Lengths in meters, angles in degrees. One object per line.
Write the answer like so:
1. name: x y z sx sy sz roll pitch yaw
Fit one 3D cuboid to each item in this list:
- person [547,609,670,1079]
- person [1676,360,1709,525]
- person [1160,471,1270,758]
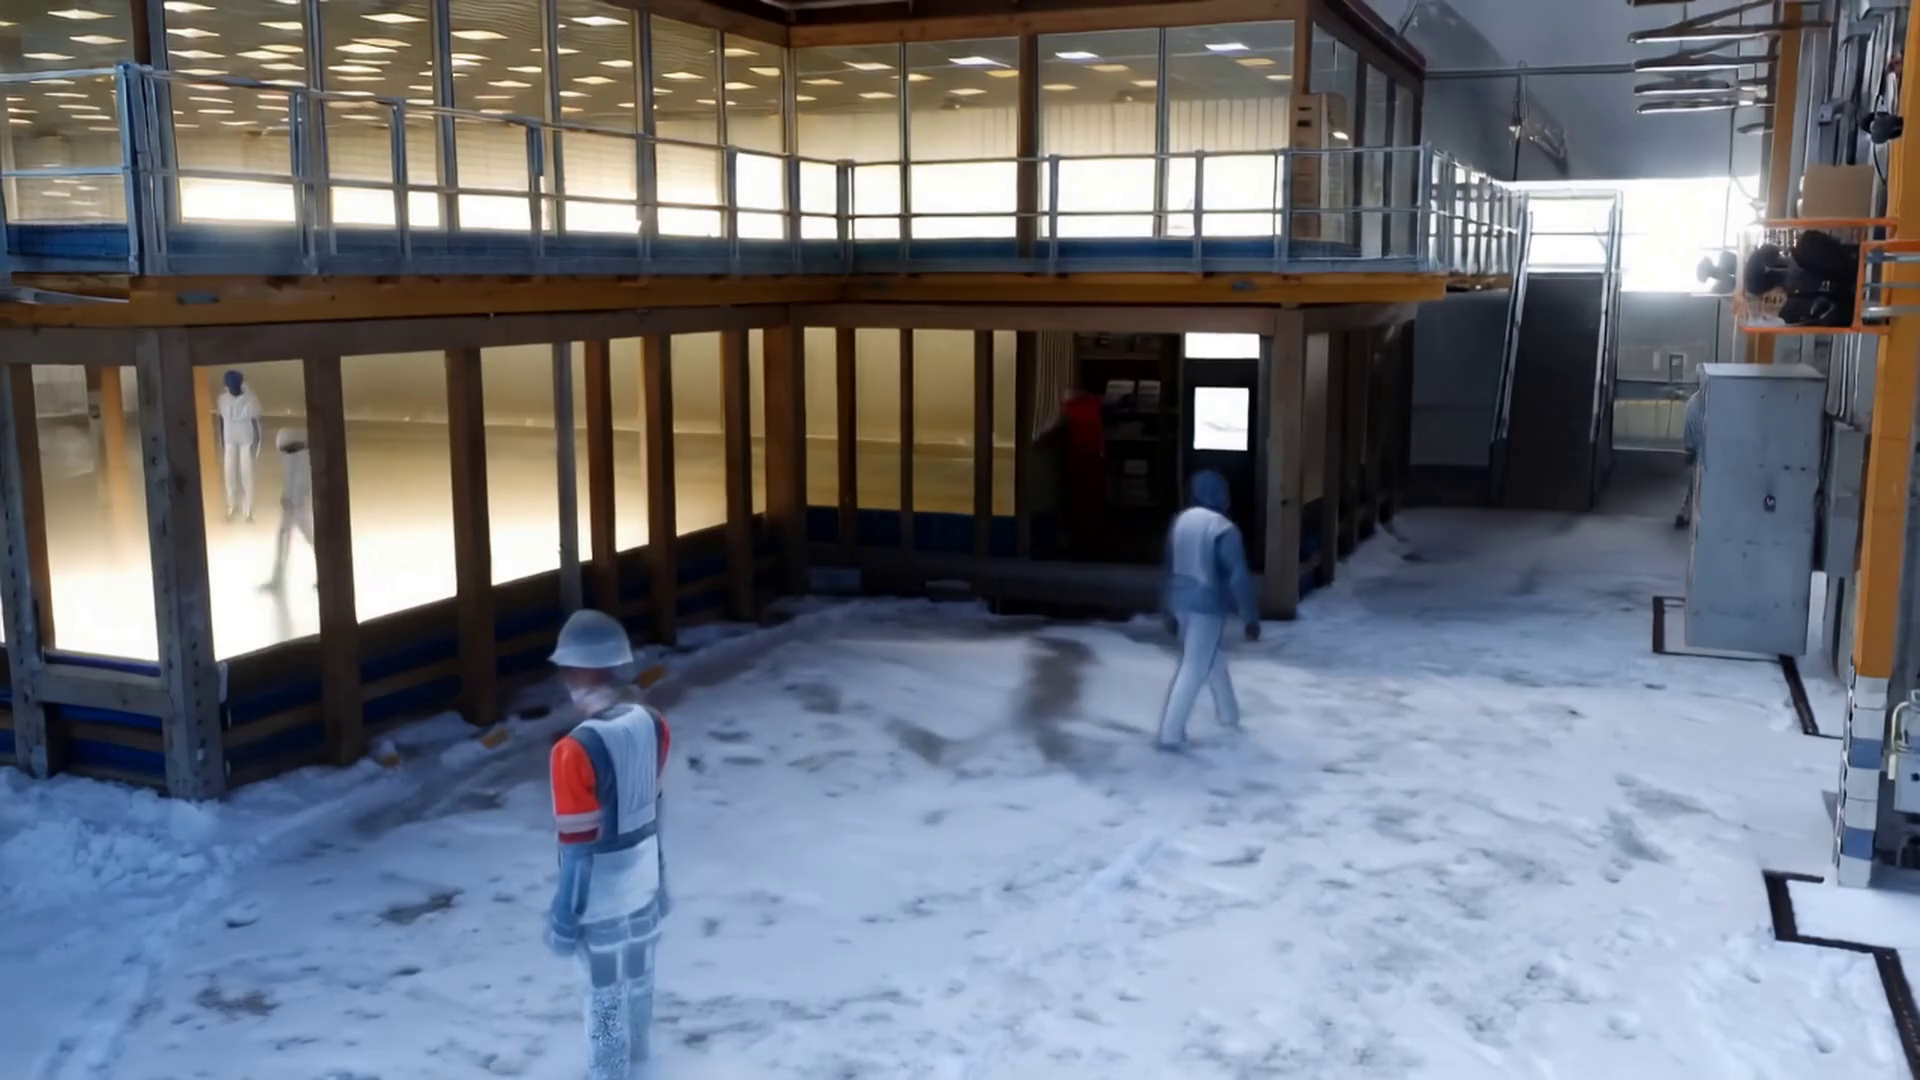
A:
1. person: -1.208 1.189 5.633 0.354 1.939 0.544 4 10 21
2. person: 8.923 -1.162 20.008 0.611 1.985 0.414 -5 10 -28
3. person: 1.643 0.463 10.562 0.960 1.792 0.646 -4 10 -22
